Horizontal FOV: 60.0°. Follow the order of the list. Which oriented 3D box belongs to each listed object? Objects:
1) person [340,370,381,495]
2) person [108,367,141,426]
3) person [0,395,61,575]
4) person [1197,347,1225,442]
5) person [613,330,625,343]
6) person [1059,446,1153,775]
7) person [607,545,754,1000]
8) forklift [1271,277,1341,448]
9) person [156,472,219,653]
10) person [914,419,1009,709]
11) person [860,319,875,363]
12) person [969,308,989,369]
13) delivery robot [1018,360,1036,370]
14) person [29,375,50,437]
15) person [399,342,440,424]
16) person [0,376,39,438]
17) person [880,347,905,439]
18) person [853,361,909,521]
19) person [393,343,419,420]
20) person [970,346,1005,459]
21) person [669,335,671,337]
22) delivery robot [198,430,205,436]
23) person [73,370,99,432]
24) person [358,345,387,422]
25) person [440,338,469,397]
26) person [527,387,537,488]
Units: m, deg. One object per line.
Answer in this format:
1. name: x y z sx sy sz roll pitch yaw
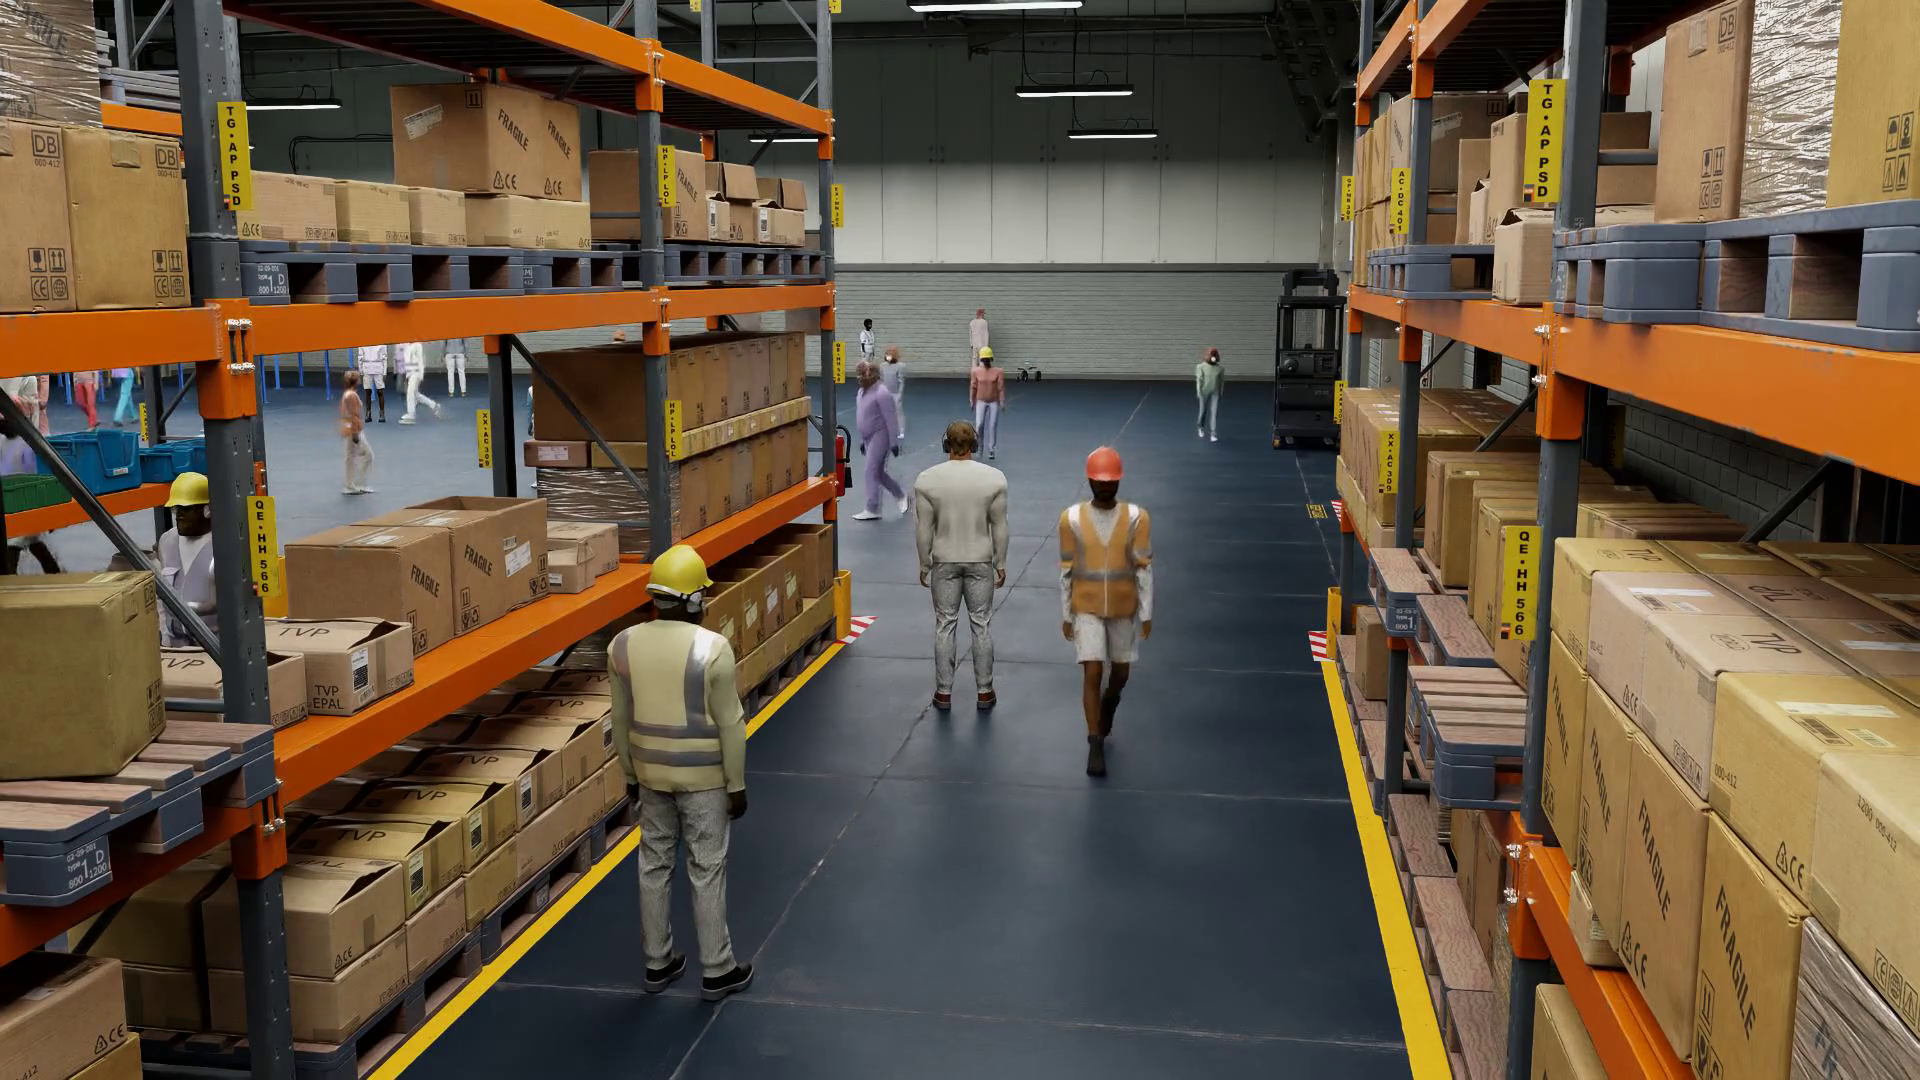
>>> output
1. person: -7.813 -1.397 21.690 0.563 1.619 0.538 -5 10 -27
2. person: -15.878 -3.074 31.568 0.571 1.794 0.969 2 9 10
3. person: -7.898 -0.251 13.807 0.571 1.889 0.978 7 12 37
4. person: 4.316 -2.536 28.775 0.498 1.610 0.726 0 9 -2
5. person: -7.369 -3.733 36.093 0.497 1.633 0.278 2 9 12
6. person: 0.863 0.375 9.923 0.552 1.913 0.821 0 9 1
7. person: -1.110 0.930 6.717 0.586 1.835 0.403 4 10 22
8. forklift: 5.847 -3.016 27.970 1.129 2.768 1.873 1 9 9
9. person: -4.161 0.532 9.178 0.598 1.830 0.403 2 9 12
10. person: 0.012 0.162 11.134 0.631 1.939 0.372 0 9 -1
11. person: -2.372 -4.840 42.750 0.321 1.689 0.530 5 11 29
12. person: 0.548 -5.248 44.596 0.399 1.909 0.642 -9 13 -43
13. delivery robot: 1.783 -4.652 44.120 0.335 0.223 0.698 6 11 31
14. person: -14.400 -2.195 25.772 0.639 1.908 0.409 4 10 24
15. person: -10.418 -3.173 31.954 0.799 1.858 0.582 -7 12 -38
16. person: -11.751 -1.424 20.626 0.605 2.034 0.390 -2 9 -10
17. person: -1.218 -2.524 28.748 0.534 1.591 0.840 5 10 28
18. person: -0.914 -1.192 19.720 0.777 1.870 0.651 -4 10 -24
19. person: -10.888 -3.325 32.785 0.662 1.885 0.601 4 10 22
20. person: 0.432 -2.139 25.905 0.542 1.748 0.443 0 9 2
21. person: -5.621 -3.141 32.295 0.539 1.687 0.414 1 9 7
22. delivery robot: -11.297 -1.398 24.853 0.477 0.478 0.707 2 10 14
23. person: -15.859 -2.836 30.197 0.529 1.760 0.405 3 10 16
24. person: -11.366 -3.253 32.199 0.544 1.938 0.356 -1 9 -7
25. person: -11.759 -4.311 38.718 0.637 1.936 0.355 -3 10 -19
26. person: -5.584 -1.522 22.436 0.522 1.639 0.306 1 9 6
